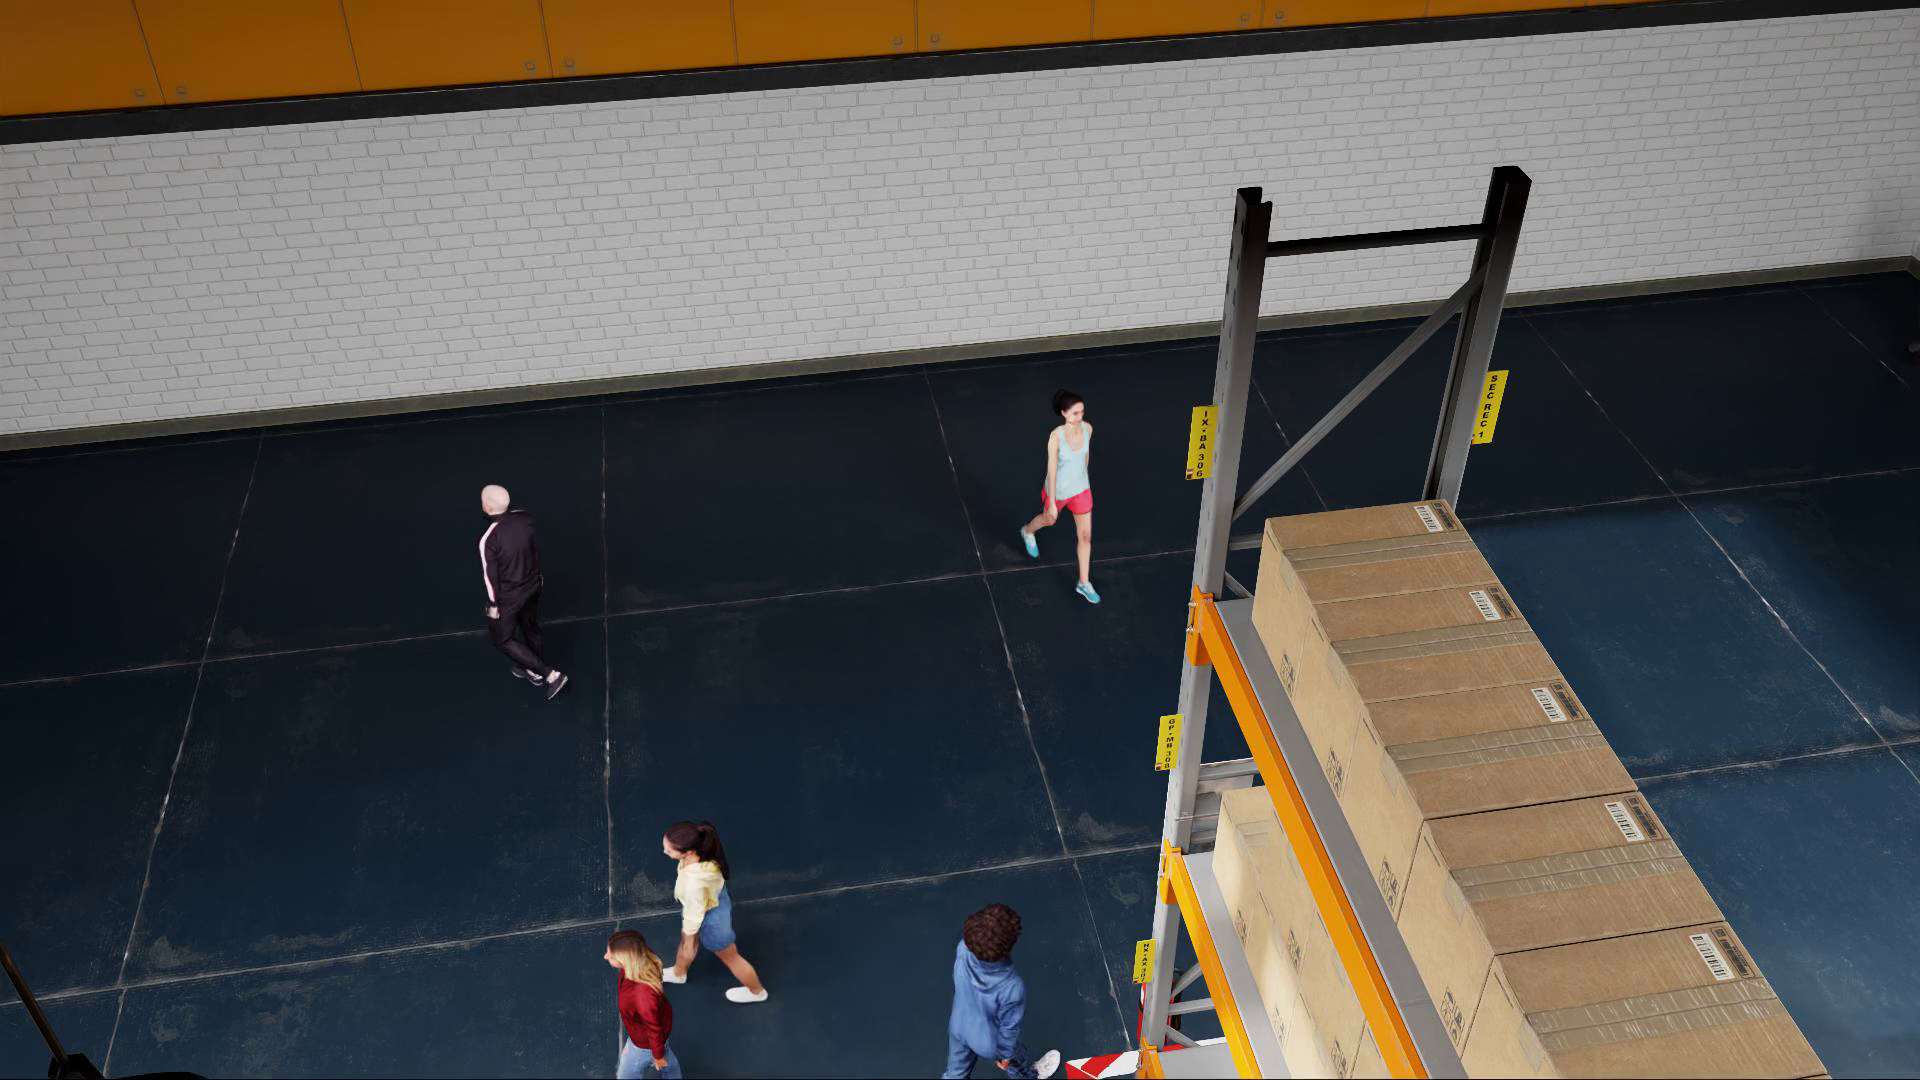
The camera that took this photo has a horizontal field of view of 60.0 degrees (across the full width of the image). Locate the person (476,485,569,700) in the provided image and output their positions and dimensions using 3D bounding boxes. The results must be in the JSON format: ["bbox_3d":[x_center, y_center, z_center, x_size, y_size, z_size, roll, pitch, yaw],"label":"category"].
[{"bbox_3d":[-3.065,0.407,11.729,1.016,1.825,0.975,19,42,22],"label":"person"}]

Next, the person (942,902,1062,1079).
[{"bbox_3d":[0.071,2.663,8.944,1.166,1.774,1.157,30,47,32],"label":"person"}]

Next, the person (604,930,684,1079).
[{"bbox_3d":[-1.626,2.652,9.078,0.671,1.623,0.506,-5,39,-6],"label":"person"}]

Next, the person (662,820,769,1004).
[{"bbox_3d":[-1.382,2.188,9.686,0.869,1.591,0.986,1,39,1],"label":"person"}]

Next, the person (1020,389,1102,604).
[{"bbox_3d":[0.758,-0.407,12.830,0.917,1.721,1.289,-21,43,-24],"label":"person"}]
